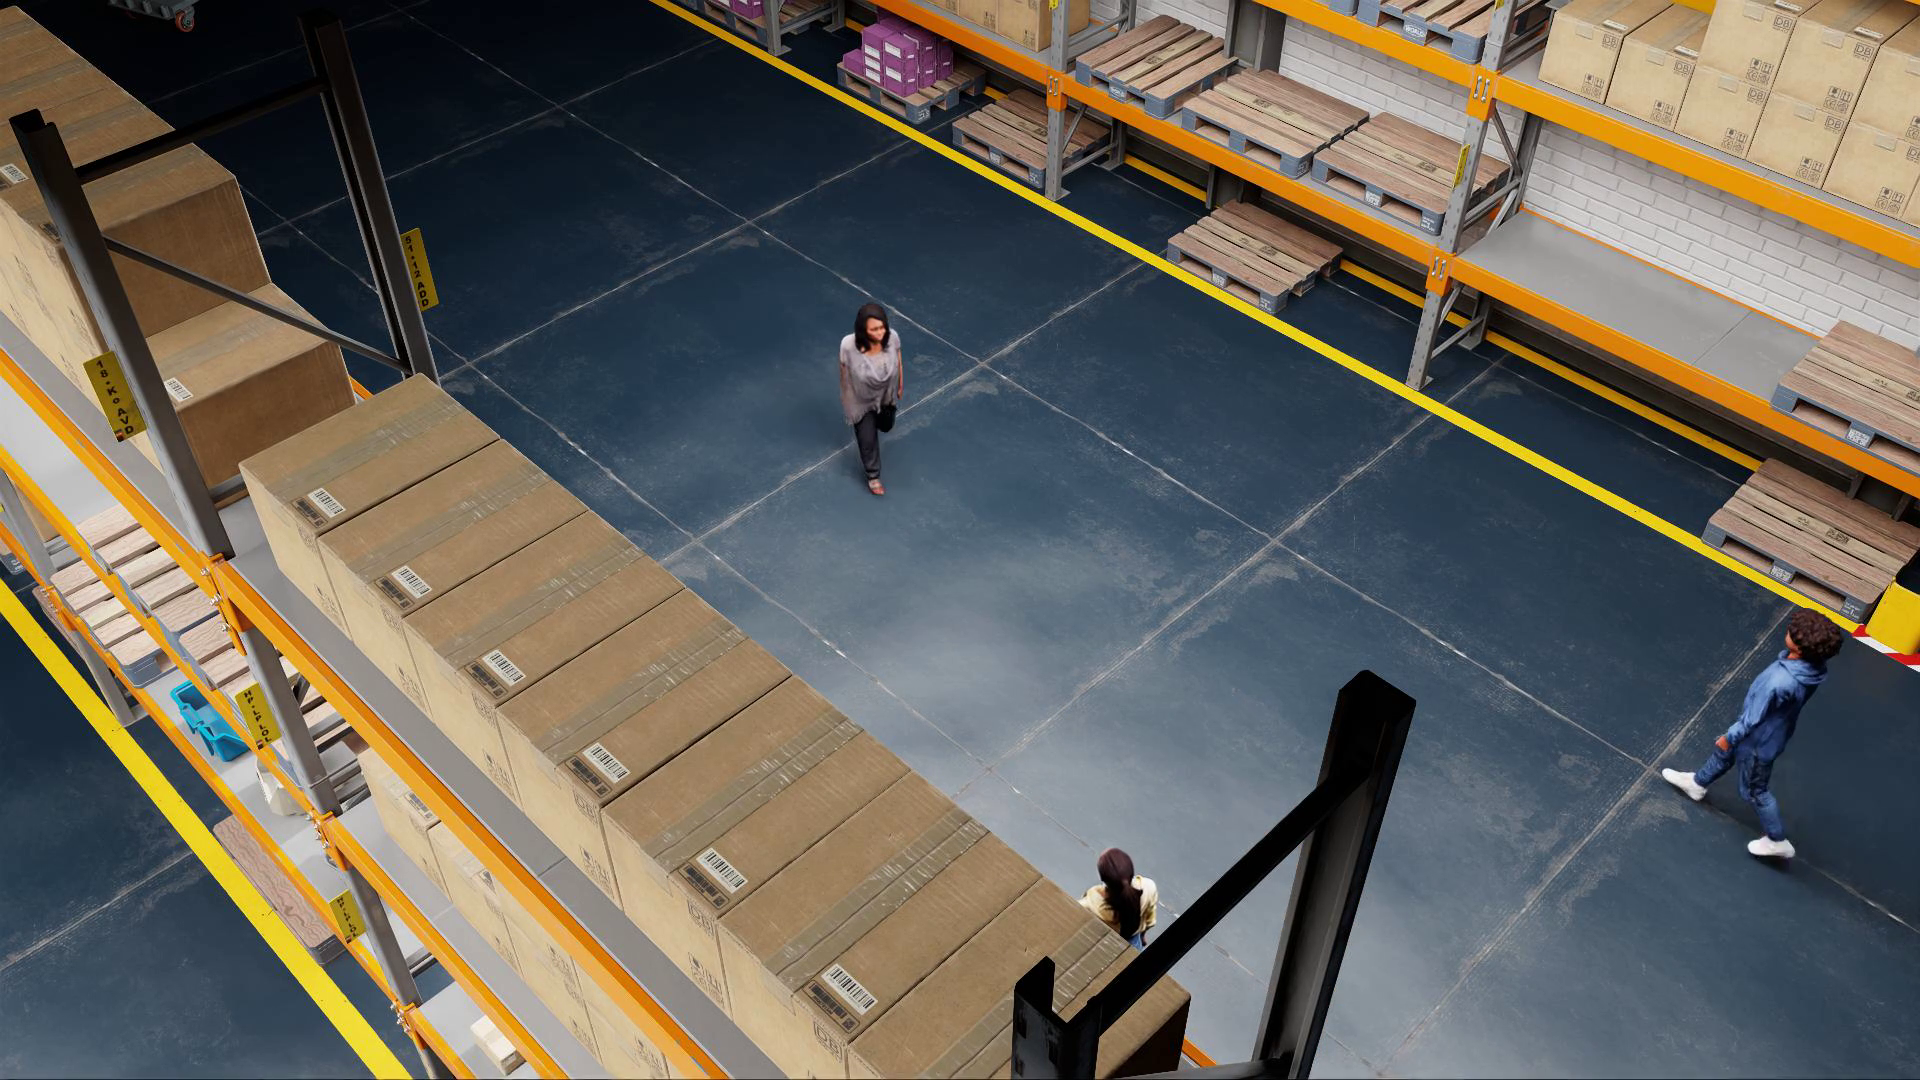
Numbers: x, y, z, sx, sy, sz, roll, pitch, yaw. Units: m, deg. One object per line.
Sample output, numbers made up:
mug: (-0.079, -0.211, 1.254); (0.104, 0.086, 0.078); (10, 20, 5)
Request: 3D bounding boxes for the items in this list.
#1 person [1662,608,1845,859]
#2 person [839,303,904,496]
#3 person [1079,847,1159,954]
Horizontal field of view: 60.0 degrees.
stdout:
person: (4.759, 1.160, 9.692); (1.098, 1.785, 0.670); (35, 53, 31)
person: (-0.678, -1.136, 12.249); (0.847, 1.583, 1.035); (-16, 46, -16)
person: (0.794, 2.151, 8.763); (0.715, 1.631, 0.695); (-16, 46, -16)
